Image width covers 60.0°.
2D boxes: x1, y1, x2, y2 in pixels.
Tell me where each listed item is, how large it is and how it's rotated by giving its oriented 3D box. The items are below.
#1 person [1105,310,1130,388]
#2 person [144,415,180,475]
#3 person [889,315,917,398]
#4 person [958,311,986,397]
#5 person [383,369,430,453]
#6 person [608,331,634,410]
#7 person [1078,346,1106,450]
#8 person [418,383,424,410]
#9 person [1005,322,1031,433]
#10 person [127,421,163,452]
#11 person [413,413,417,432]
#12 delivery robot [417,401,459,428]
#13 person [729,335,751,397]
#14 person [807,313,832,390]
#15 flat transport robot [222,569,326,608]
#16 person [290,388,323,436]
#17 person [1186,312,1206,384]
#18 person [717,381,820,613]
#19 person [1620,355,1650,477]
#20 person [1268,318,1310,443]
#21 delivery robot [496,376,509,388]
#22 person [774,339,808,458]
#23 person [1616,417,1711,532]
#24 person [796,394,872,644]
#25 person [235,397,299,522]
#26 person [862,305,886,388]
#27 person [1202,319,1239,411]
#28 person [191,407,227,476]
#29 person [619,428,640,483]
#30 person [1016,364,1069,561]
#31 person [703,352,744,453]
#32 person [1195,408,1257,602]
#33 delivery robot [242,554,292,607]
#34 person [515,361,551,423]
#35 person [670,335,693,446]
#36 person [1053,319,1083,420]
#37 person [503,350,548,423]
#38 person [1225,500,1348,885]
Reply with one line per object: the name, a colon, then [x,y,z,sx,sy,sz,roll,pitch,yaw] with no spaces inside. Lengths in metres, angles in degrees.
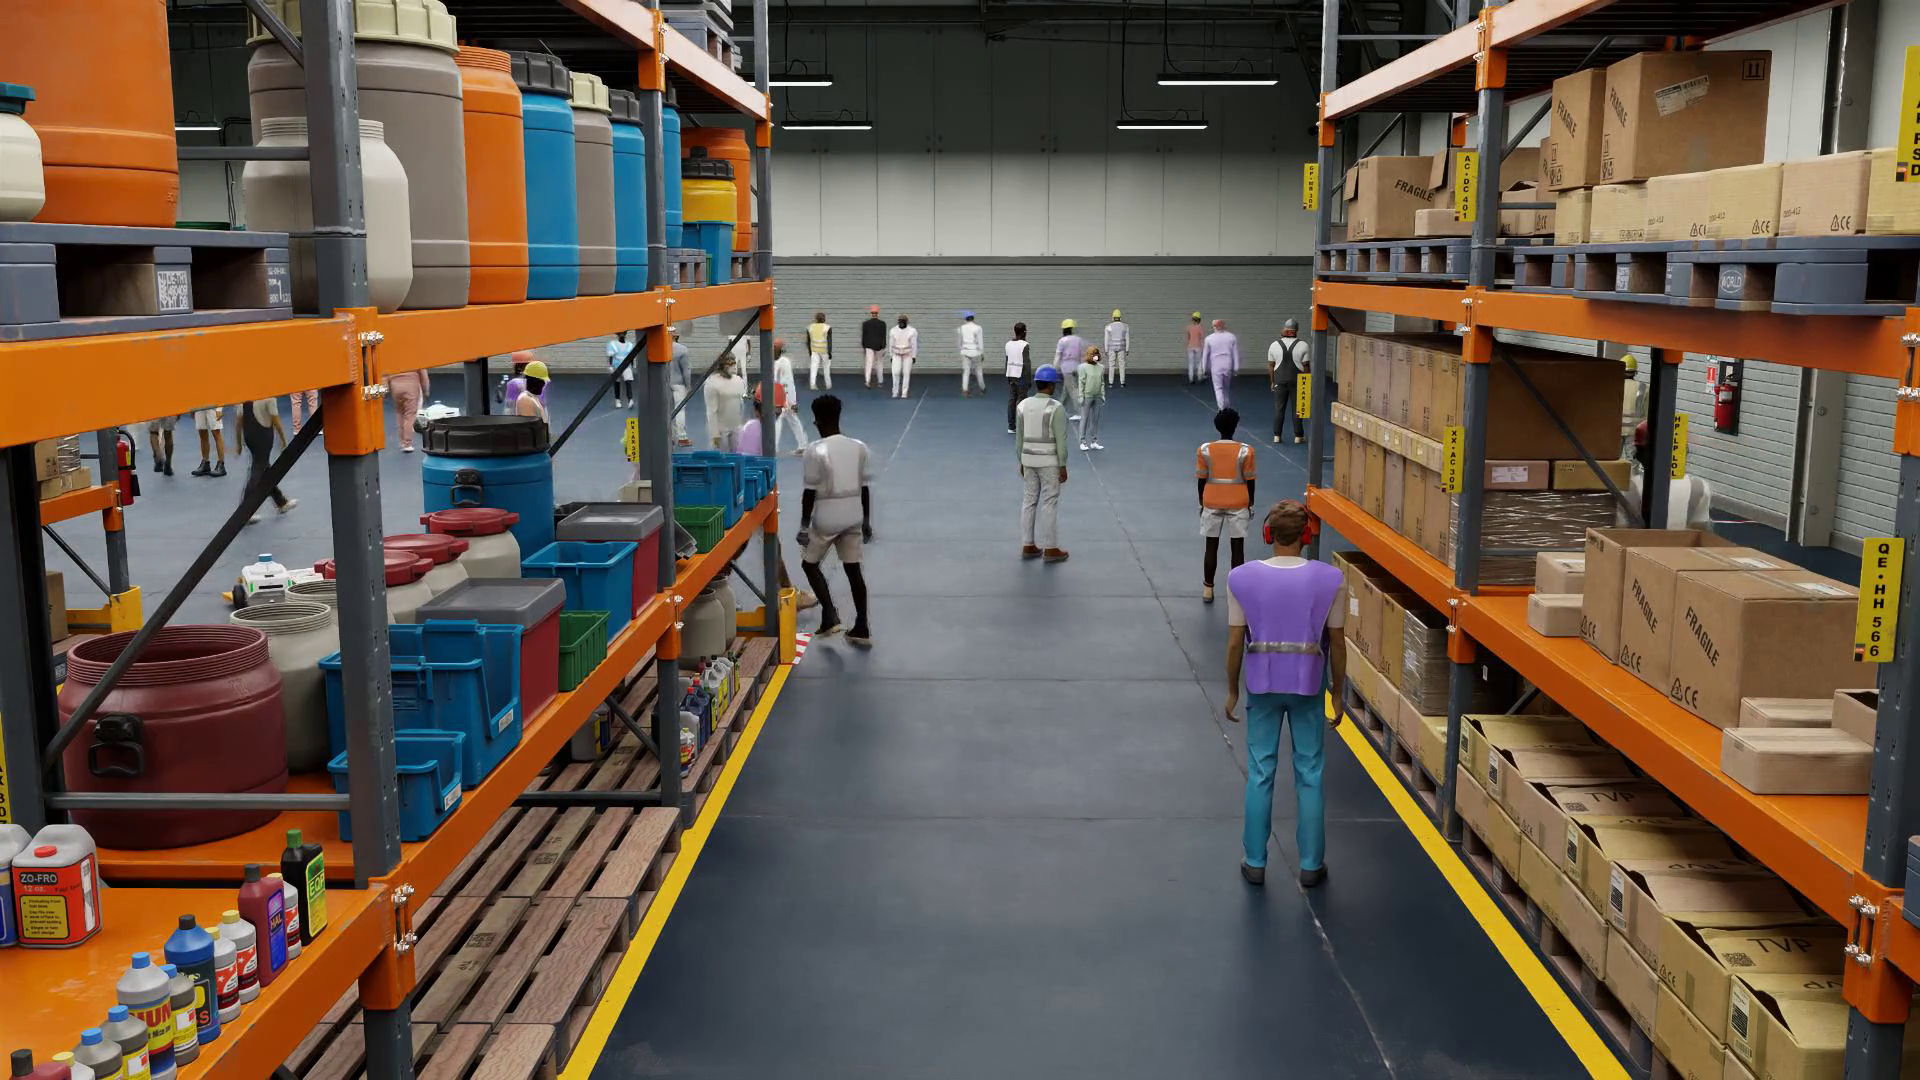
person: [3.725,-4.539,39.444,0.590,1.837,0.404,1,10,5]
person: [-11.152,-1.858,23.191,0.552,1.908,0.496,-5,11,-26]
person: [-1.252,-3.980,36.152,0.624,1.816,0.732,1,10,5]
person: [0.289,-4.130,36.889,0.666,1.873,0.942,5,11,26]
person: [-8.652,-2.335,26.129,0.678,1.865,0.915,0,9,0]
person: [-6.834,-3.467,33.590,0.534,1.652,0.840,-3,10,-18]
person: [2.090,-2.246,26.315,0.497,1.633,0.283,-6,11,-33]
person: [-9.822,-2.804,29.725,0.633,1.613,0.338,1,10,9]
person: [1.012,-2.803,28.800,0.392,1.919,0.591,-8,12,-39]
person: [-12.883,-2.199,26.035,0.530,1.623,0.549,7,12,36]
person: [-9.679,-2.821,29.107,0.392,1.852,0.580,-3,10,-18]
delivery robot: [-9.100,-2.181,29.000,0.477,0.478,0.707,7,12,35]
person: [-4.850,-4.083,36.609,0.514,1.872,0.332,0,9,1]
person: [-3.255,-4.378,38.614,0.641,1.798,0.950,3,10,16]
flat transport robot: [-5.689,0.394,14.704,1.431,0.197,0.652,-8,12,-39]
person: [-11.222,-2.730,28.398,0.641,1.909,0.409,-3,10,-15]
person: [5.767,-4.683,40.563,0.544,1.759,0.459,6,11,33]
person: [-1.697,-0.349,13.957,0.989,1.975,0.649,-1,10,-7]
person: [8.069,-1.321,20.178,0.591,1.834,0.403,5,11,26]
person: [5.434,-2.605,27.379,0.683,2.000,0.538,4,10,22]
delivery robot: [-9.662,-3.381,35.409,0.335,0.223,0.698,-5,11,-29]
person: [-2.647,-2.135,25.179,0.898,1.818,0.604,-4,10,-22]
person: [4.201,0.257,10.137,0.653,2.025,0.443,0,9,3]
person: [-0.952,-0.151,12.845,0.629,1.939,0.489,-8,13,-41]
person: [-8.024,-1.125,19.144,0.529,1.787,1.010,4,10,22]
person: [-2.042,-4.566,39.301,0.630,1.950,1.018,2,10,14]
person: [4.967,-3.271,31.773,0.664,1.865,0.778,-2,10,-11]
person: [-10.453,-1.857,23.065,0.545,1.942,0.349,3,10,17]
person: [-2.387,-0.076,13.036,0.854,1.734,0.531,0,9,0]
person: [0.835,-0.776,16.580,0.616,1.942,0.408,9,13,43]
person: [-2.684,-1.261,19.583,0.845,1.907,0.656,7,12,37]
person: [2.314,-0.301,14.469,0.535,1.700,0.318,3,10,18]
delivery robot: [-5.745,0.359,13.785,0.477,0.478,0.707,-5,11,-27]
person: [-4.498,-0.930,17.593,0.390,1.916,0.585,-2,10,-10]
person: [-4.616,-2.488,26.854,0.632,1.940,0.372,4,10,21]
person: [1.988,-3.206,31.321,0.974,1.874,0.607,9,13,42]
person: [-5.312,-1.348,20.118,0.757,1.911,0.562,5,11,26]
person: [1.538,0.729,7.886,0.563,1.837,0.389,2,10,11]
